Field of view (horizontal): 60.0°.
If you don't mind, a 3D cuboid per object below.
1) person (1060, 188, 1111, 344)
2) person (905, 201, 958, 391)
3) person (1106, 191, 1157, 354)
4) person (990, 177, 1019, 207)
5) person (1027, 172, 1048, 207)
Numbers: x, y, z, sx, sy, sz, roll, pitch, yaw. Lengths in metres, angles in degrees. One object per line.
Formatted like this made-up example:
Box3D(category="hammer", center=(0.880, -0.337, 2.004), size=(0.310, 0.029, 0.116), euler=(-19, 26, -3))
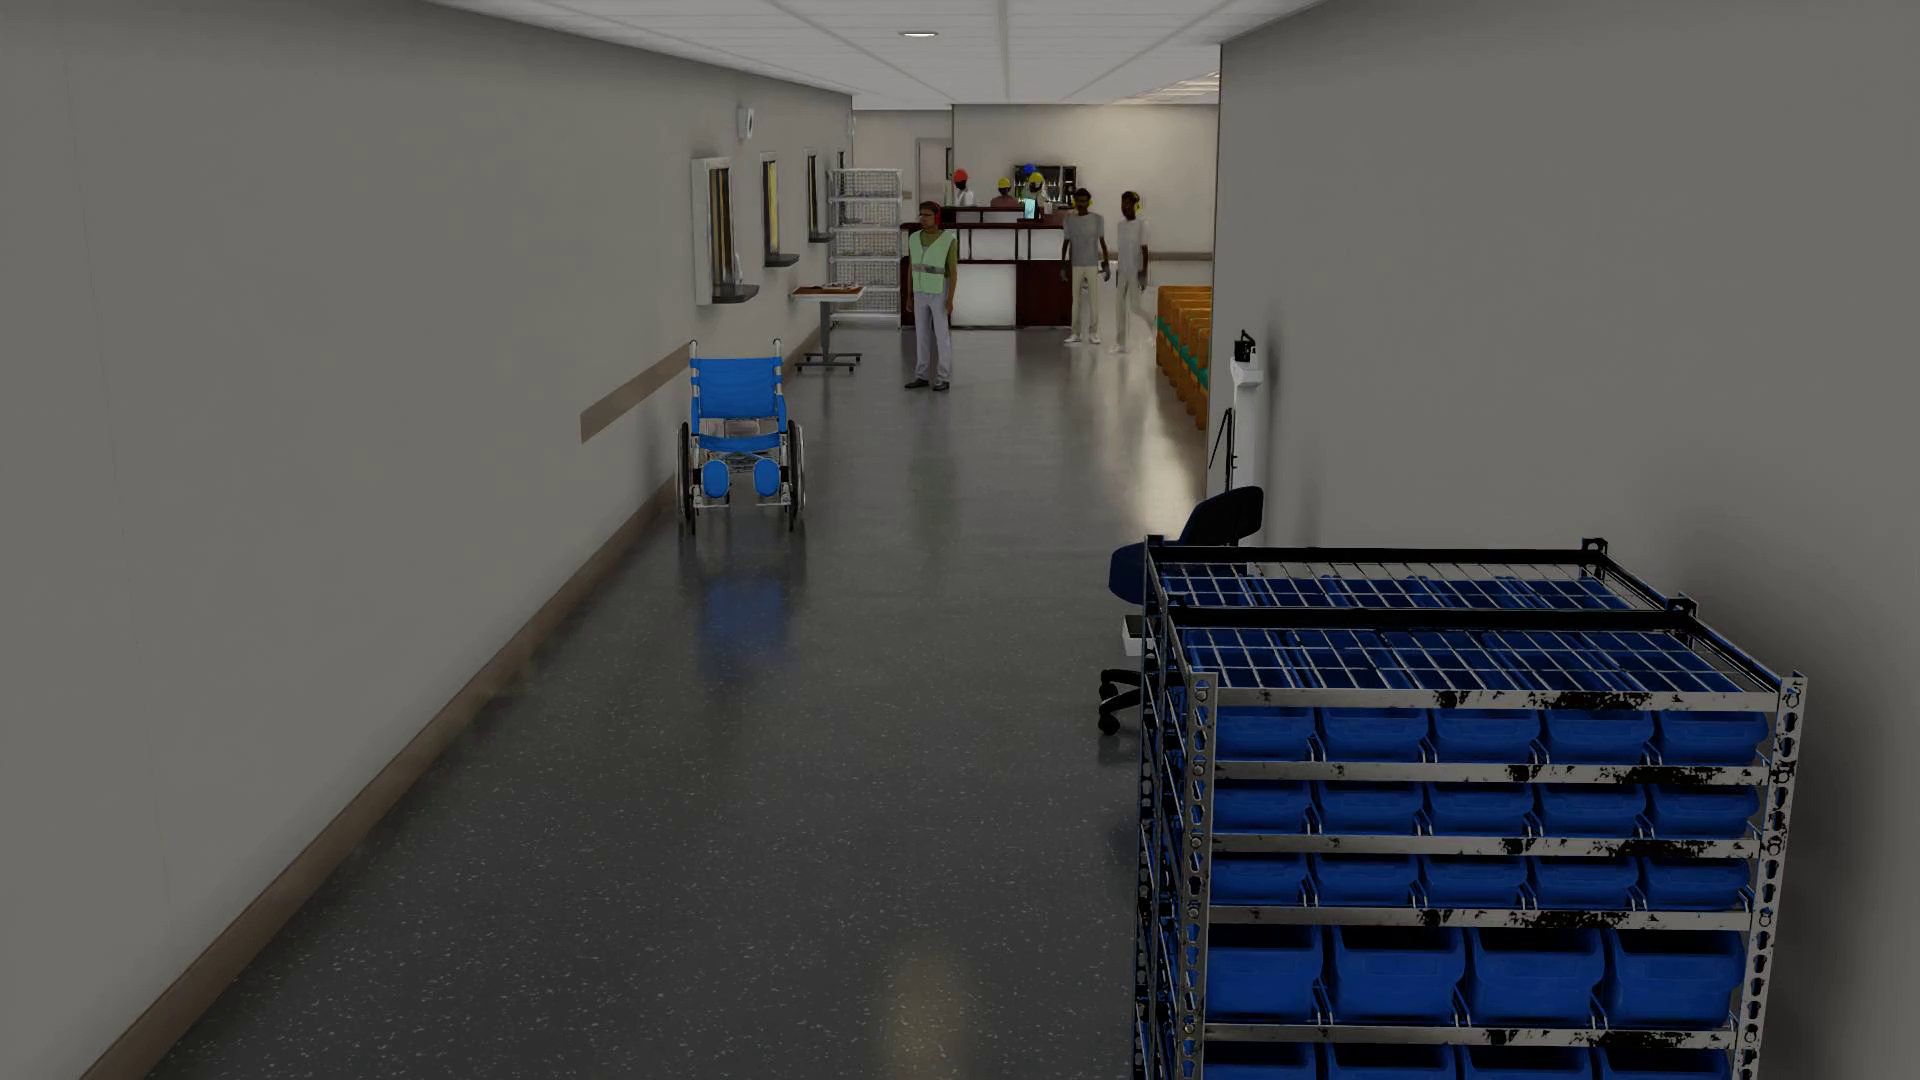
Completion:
Box3D(category="person", center=(1.496, -3.261, 19.861), size=(0.600, 1.854, 0.361), euler=(3, 14, 11))
Box3D(category="person", center=(-0.274, -2.398, 16.363), size=(0.566, 1.846, 0.389), euler=(9, 16, 32))
Box3D(category="person", center=(2.014, -3.059, 19.052), size=(0.705, 1.846, 0.505), euler=(-11, 18, -38))
Box3D(category="person", center=(0.737, -5.139, 27.678), size=(0.522, 1.758, 0.349), euler=(5, 15, 21))
Box3D(category="person", center=(1.317, -5.358, 28.432), size=(0.403, 1.823, 0.595), euler=(0, 14, 0))
